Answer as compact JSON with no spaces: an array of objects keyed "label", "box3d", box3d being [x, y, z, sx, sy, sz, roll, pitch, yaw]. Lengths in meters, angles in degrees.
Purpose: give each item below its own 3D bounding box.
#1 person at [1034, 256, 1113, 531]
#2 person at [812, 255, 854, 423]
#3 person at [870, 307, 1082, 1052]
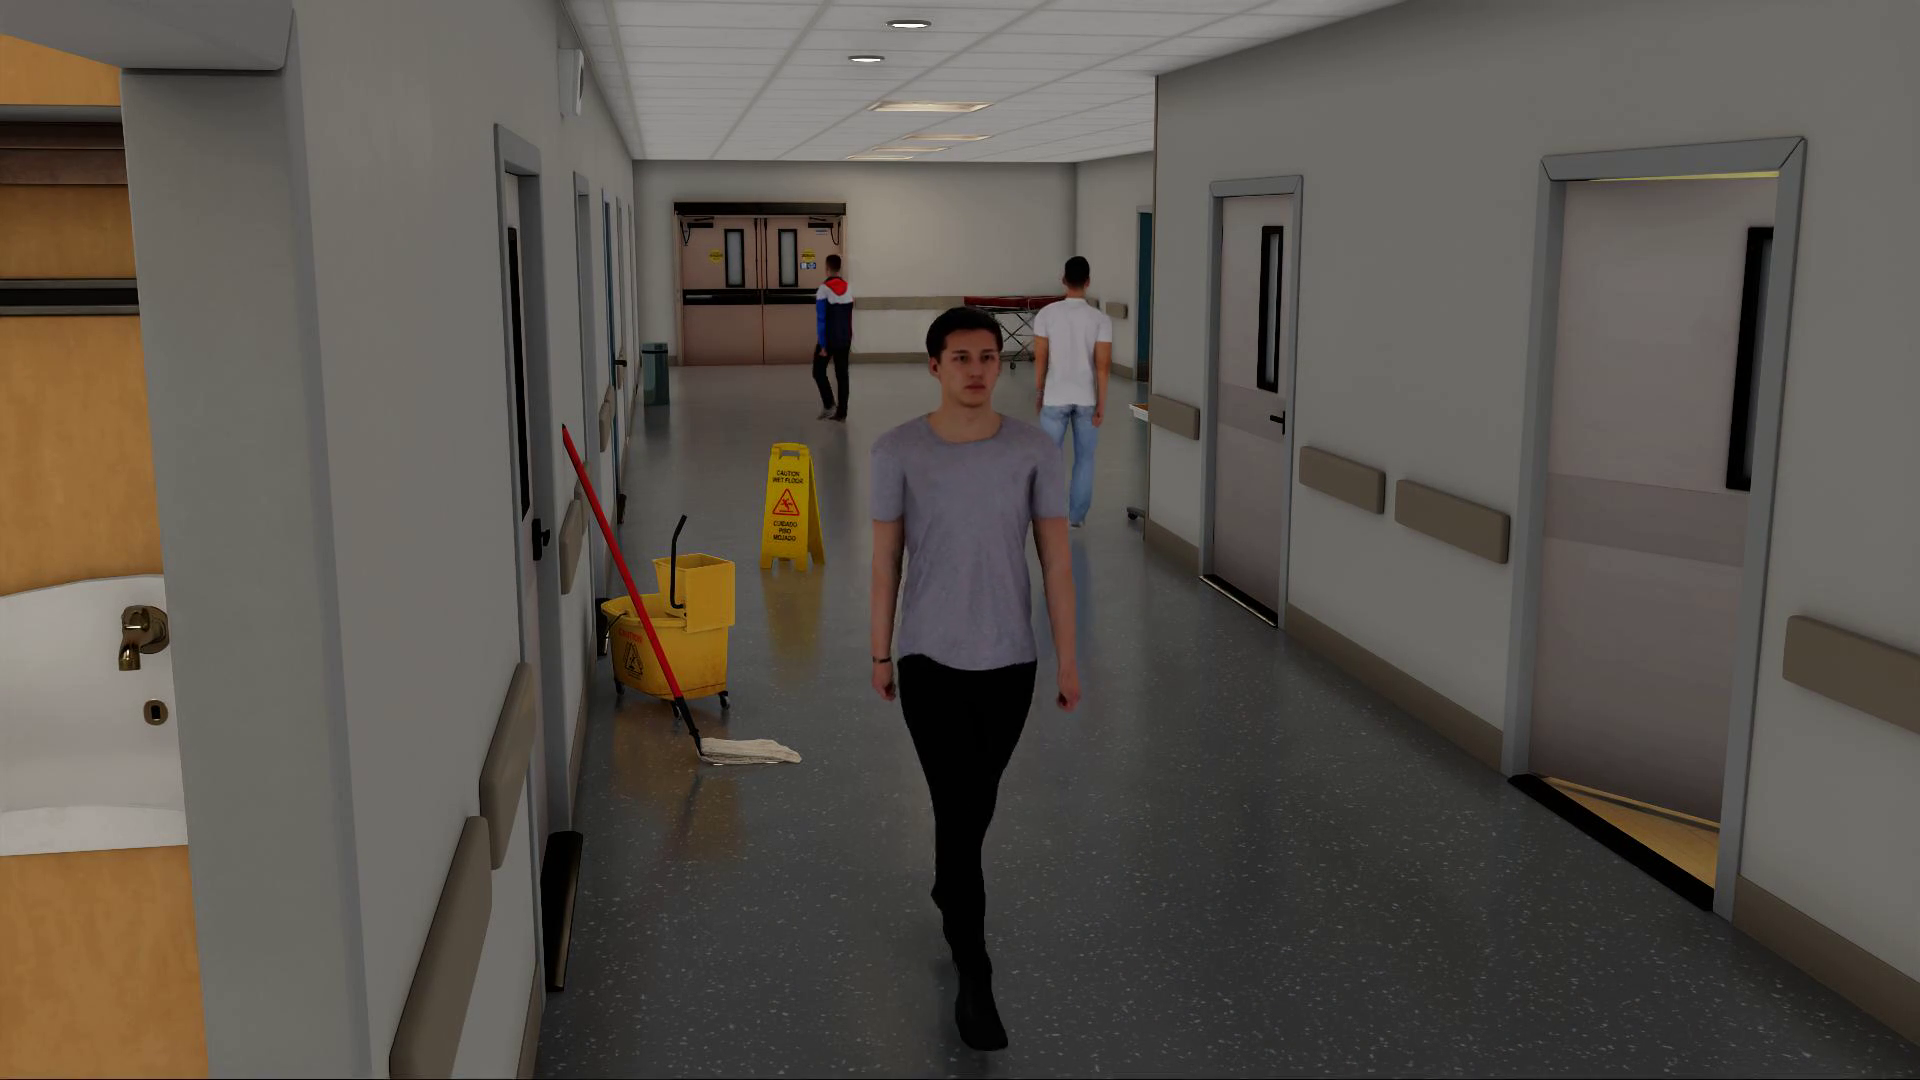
[{"label":"person","box3d":[0.729,-0.936,11.061,0.808,1.845,1.052,1,11,3]},{"label":"person","box3d":[-1.263,-2.088,17.404,0.735,1.743,0.743,-8,13,-35]},{"label":"person","box3d":[0.010,0.324,4.482,0.675,1.821,1.164,-2,11,-10]}]
